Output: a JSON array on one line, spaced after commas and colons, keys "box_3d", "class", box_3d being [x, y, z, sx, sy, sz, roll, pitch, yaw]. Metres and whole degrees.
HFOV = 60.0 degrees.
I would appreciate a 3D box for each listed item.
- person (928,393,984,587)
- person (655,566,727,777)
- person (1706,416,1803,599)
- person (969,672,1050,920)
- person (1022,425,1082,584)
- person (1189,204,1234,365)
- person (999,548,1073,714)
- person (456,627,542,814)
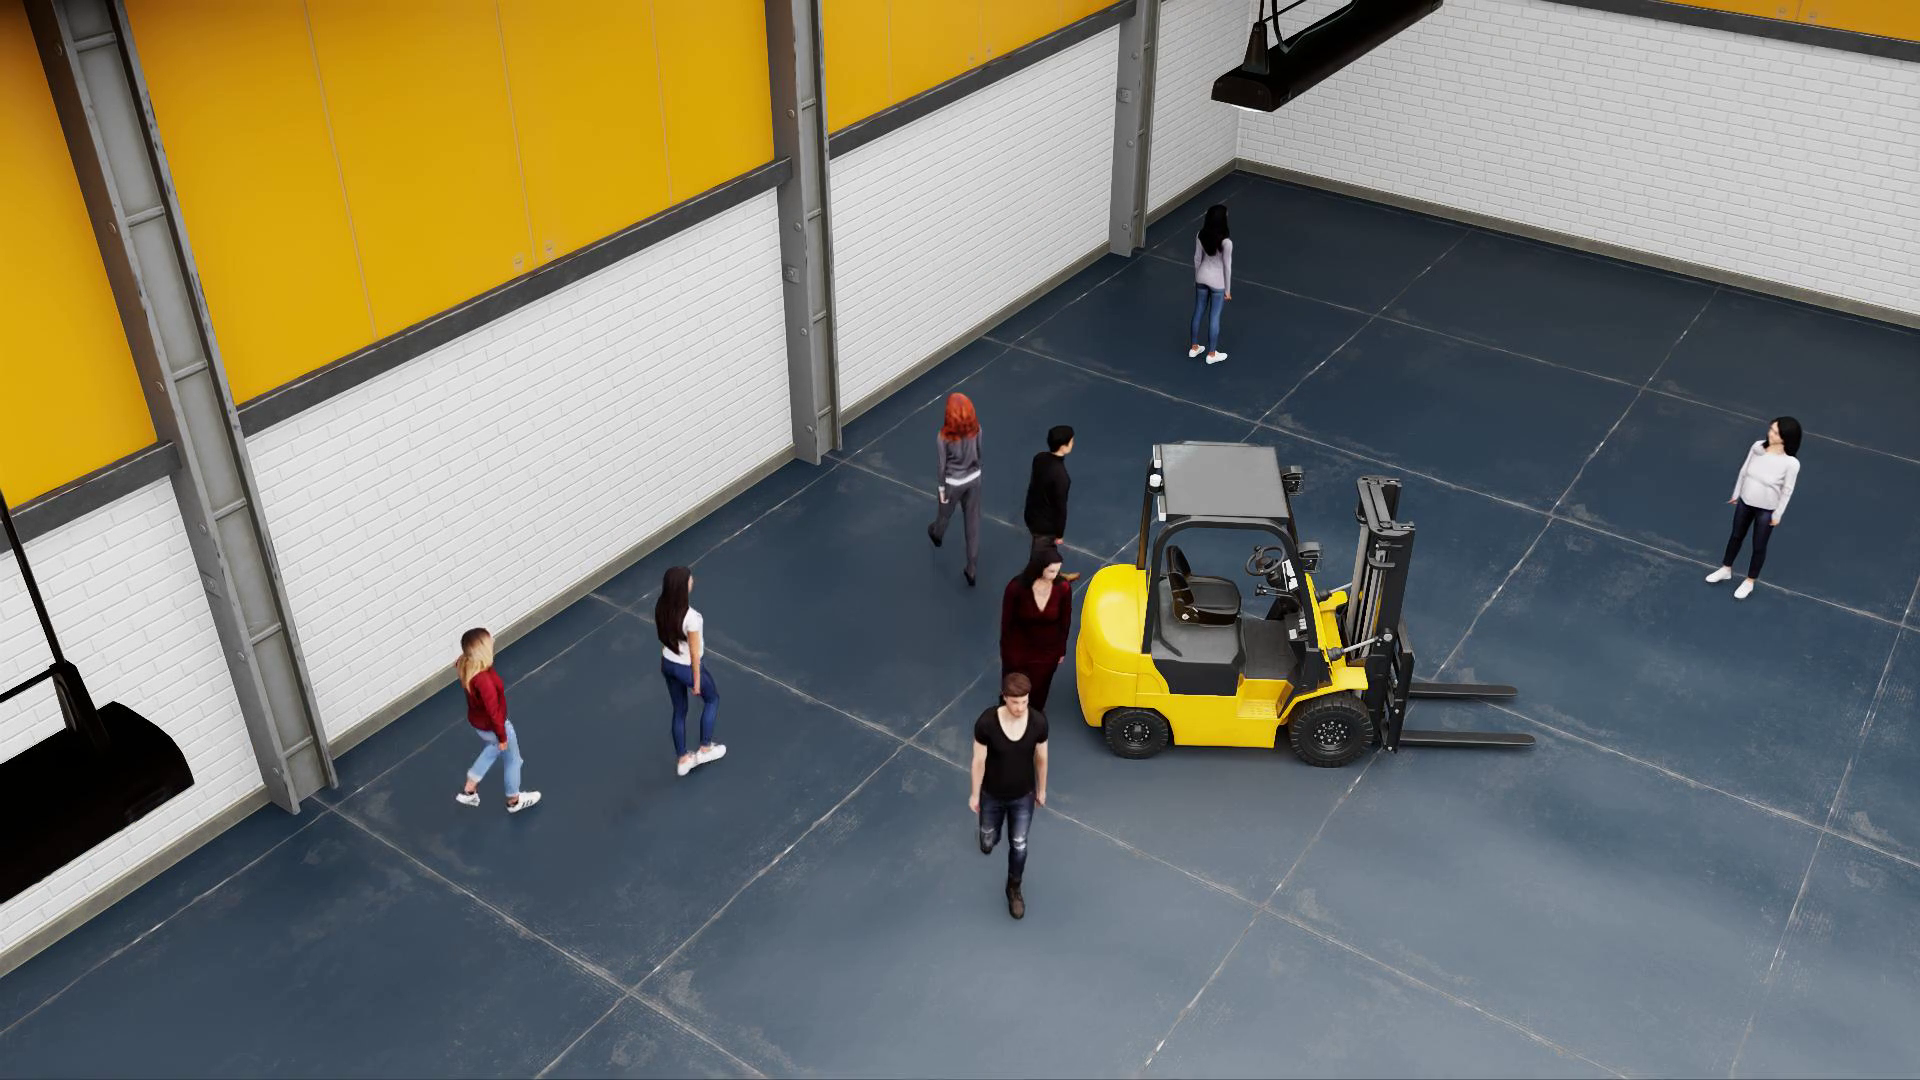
[{"box_3d": [0.048, -0.399, 14.094, 1.106, 1.730, 1.091, -10, 35, -15], "class": "person"}, {"box_3d": [-2.056, 0.985, 11.986, 0.585, 1.758, 0.647, 23, 40, 31], "class": "person"}, {"box_3d": [6.734, -0.305, 13.979, 0.669, 1.701, 0.685, -19, 38, -26], "class": "person"}, {"box_3d": [0.301, 1.590, 10.965, 1.010, 1.880, 1.109, -2, 34, -3], "class": "person"}, {"box_3d": [0.640, -0.173, 13.790, 1.054, 1.689, 0.941, -12, 36, -18], "class": "person"}, {"box_3d": [2.649, -2.715, 17.574, 0.646, 1.734, 0.580, 29, 43, 36], "class": "person"}, {"box_3d": [0.544, 0.733, 12.392, 0.844, 1.728, 0.899, -1, 34, -1], "class": "person"}, {"box_3d": [-3.345, 1.304, 11.633, 0.851, 1.618, 0.697, -27, 42, -34], "class": "person"}]
